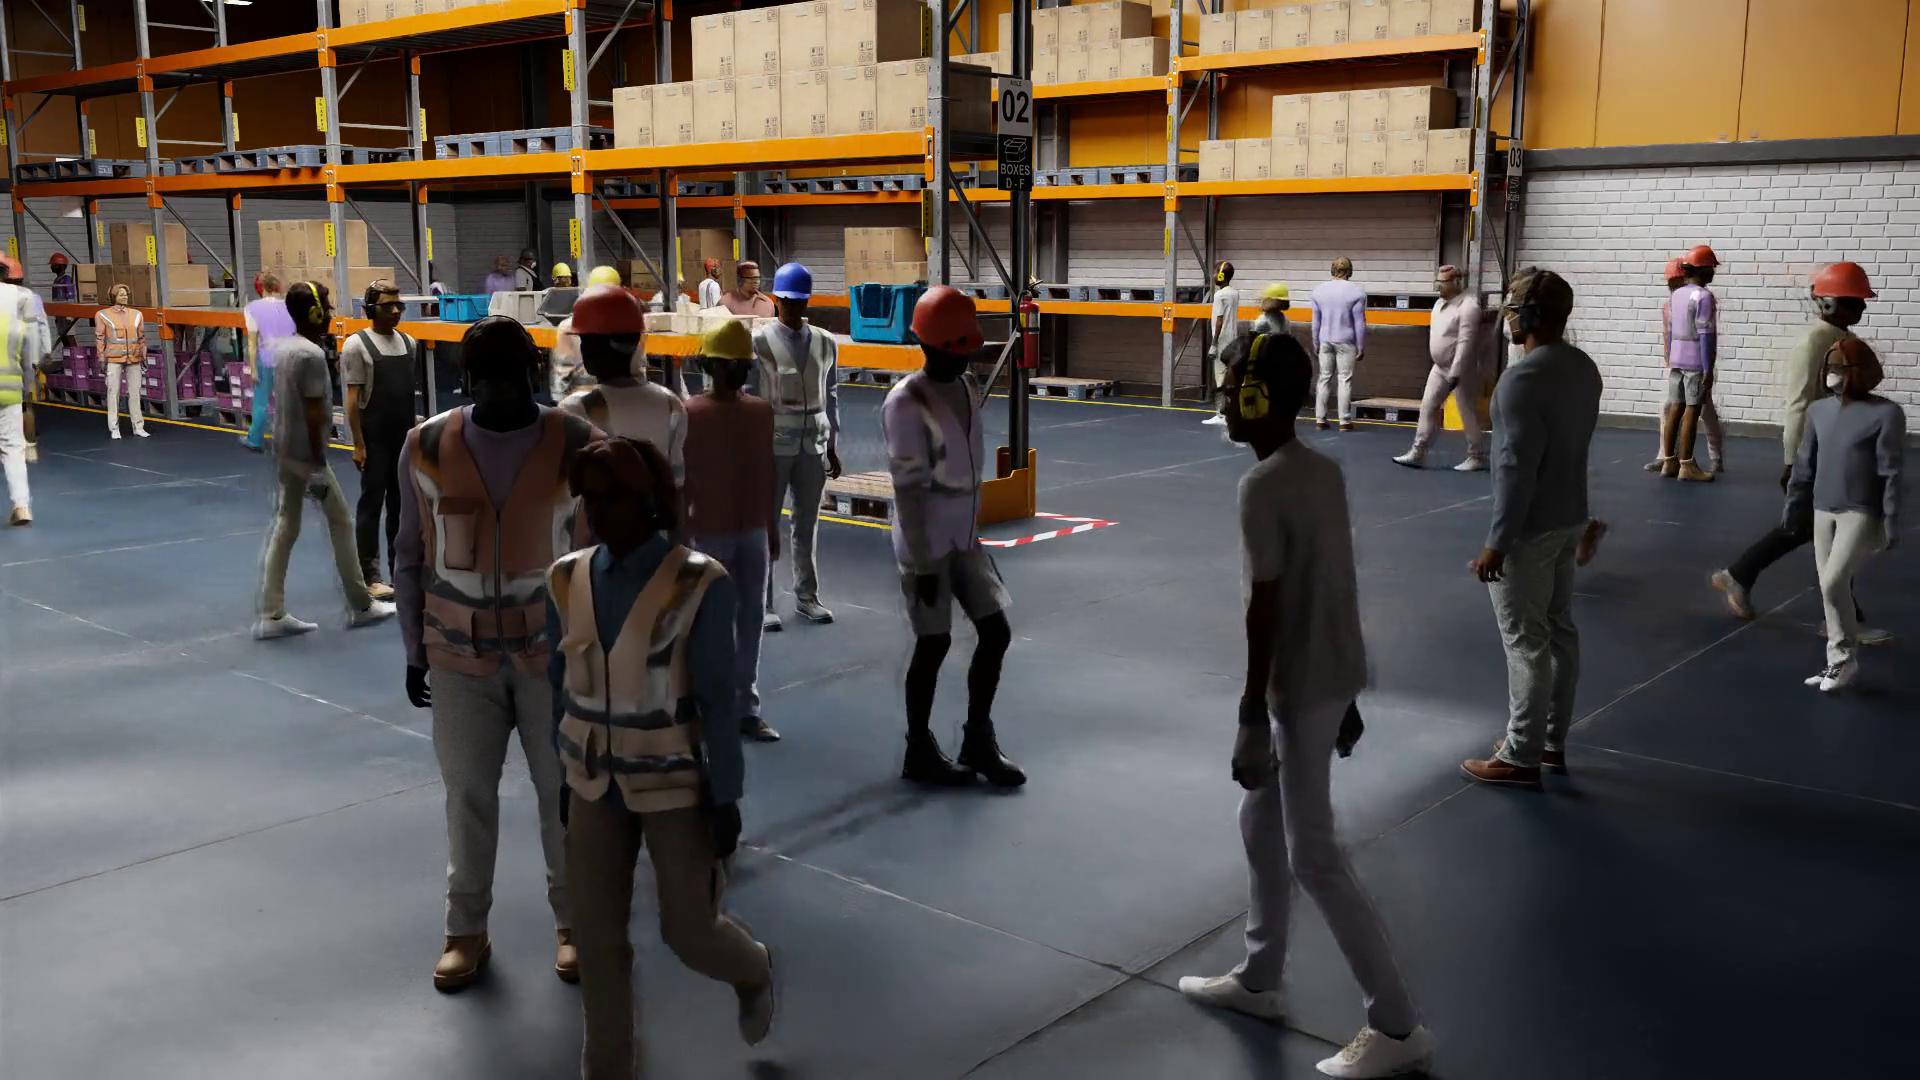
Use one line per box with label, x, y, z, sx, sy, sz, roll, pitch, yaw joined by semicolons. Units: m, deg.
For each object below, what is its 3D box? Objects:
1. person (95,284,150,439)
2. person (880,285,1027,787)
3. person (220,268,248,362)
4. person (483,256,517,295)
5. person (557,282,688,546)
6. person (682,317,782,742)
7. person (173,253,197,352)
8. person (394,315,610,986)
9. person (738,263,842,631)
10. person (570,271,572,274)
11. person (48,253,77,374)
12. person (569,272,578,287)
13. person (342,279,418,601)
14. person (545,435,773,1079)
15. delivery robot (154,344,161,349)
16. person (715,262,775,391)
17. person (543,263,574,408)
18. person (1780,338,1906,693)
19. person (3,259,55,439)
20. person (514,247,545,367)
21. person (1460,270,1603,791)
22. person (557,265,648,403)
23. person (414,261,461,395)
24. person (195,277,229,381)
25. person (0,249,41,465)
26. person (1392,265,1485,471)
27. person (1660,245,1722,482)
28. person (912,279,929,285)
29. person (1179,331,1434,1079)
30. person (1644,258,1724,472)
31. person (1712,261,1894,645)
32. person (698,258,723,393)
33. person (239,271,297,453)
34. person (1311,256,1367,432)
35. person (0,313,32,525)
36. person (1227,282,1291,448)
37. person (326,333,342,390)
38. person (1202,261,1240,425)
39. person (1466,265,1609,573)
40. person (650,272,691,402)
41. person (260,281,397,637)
person;-8.918;-1.899;17.717;0.305;1.645;0.522;8;13;39
person;0.009;0.020;6.096;0.635;1.888;0.624;6;12;32
person;-9.610;-2.730;22.116;0.330;1.765;0.533;-1;10;-6
person;-7.556;-3.715;27.368;0.537;1.884;0.682;6;12;31
person;-1.124;0.081;5.695;0.861;1.914;0.549;7;12;35
person;-0.988;-0.045;6.874;0.520;1.752;0.527;10;14;43
person;-12.112;-3.519;25.975;0.609;1.985;0.392;3;11;19
person;-1.234;0.310;4.585;0.621;1.845;0.429;-1;10;-8
person;-0.899;-0.498;8.889;0.605;1.944;0.403;-7;12;-34
person;-6.529;-3.678;27.884;0.281;1.633;0.500;8;13;40
person;-14.245;-3.576;26.423;0.545;1.943;0.347;9;13;41
person;-5.338;-2.861;23.067;0.527;1.677;0.557;-2;10;-12
person;-3.323;-0.584;9.665;0.344;1.845;0.506;5;11;28
person;-0.692;0.553;3.829;0.523;1.614;0.658;4;11;22
delivery robot;-12.202;-2.735;25.316;0.477;0.478;0.707;5;11;28
person;-1.928;-1.596;15.288;0.635;1.899;0.401;-9;13;-40
person;-5.020;-2.573;21.036;0.604;1.830;0.404;-7;12;-37
person;3.983;-0.102;7.552;0.448;1.615;0.533;-3;11;-19
person;-9.976;-2.022;17.682;0.572;1.894;0.794;-9;13;-41
person;-7.313;-3.973;28.401;0.537;2.000;0.678;0;10;-1
person;2.147;-0.030;6.242;0.371;1.941;0.627;9;14;43
person;-2.390;-0.877;11.149;0.604;1.908;0.493;-4;11;-20
person;-7.266;-2.936;23.048;1.030;1.869;0.600;-7;12;-36
person;-11.448;-3.220;25.321;0.354;1.614;0.495;-2;10;-11
person;-8.963;-1.721;15.587;0.615;2.042;0.389;-8;13;-39
person;4.379;-1.540;15.053;0.916;1.862;0.702;-3;10;-17
person;6.387;-1.532;14.489;0.370;2.048;0.607;-1;10;-7
person;-0.418;-2.046;18.469;0.620;1.676;0.538;6;12;33
person;0.877;0.408;4.147;0.717;1.849;0.530;5;11;26
person;6.657;-1.575;15.085;0.764;1.943;0.630;-5;11;-24
person;4.476;-0.477;8.740;0.919;1.961;0.615;9;14;42
person;-3.351;-2.874;22.598;0.355;1.882;0.576;-6;12;-32
person;-6.709;-1.708;16.197;0.968;1.790;0.592;8;13;38
person;4.176;-2.156;18.370;0.630;1.931;0.356;7;12;34
person;-7.122;-1.005;12.214;0.623;1.802;0.946;-8;13;-39
person;3.020;-1.708;16.497;0.915;1.695;0.489;8;13;39
person;-8.671;-2.978;23.512;0.933;1.783;0.674;4;11;20
person;3.010;-2.257;19.118;0.328;1.872;0.513;6;12;33
person;3.582;-0.718;10.208;0.753;1.922;0.642;3;10;15
person;-3.505;-2.481;20.641;0.951;1.778;0.620;8;13;39
person;-3.357;-0.426;8.754;0.571;1.841;0.856;9;14;42
